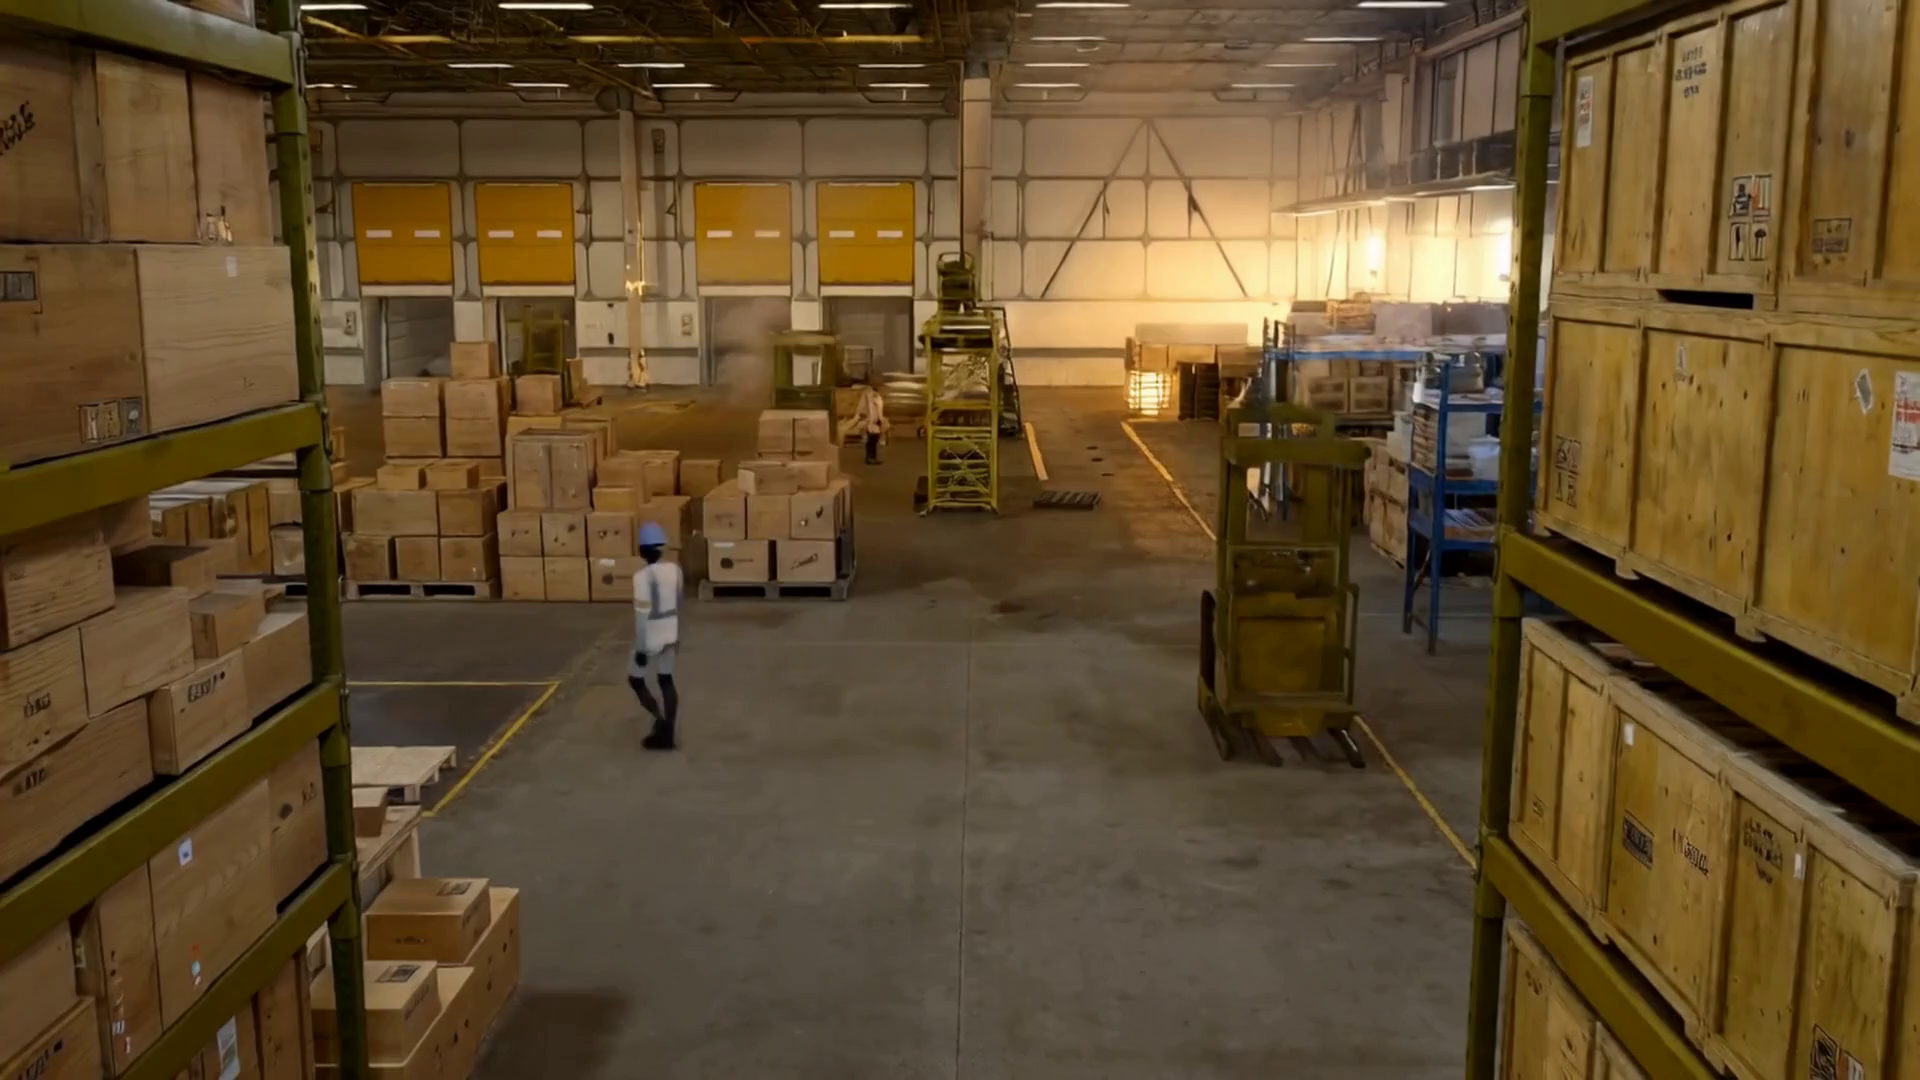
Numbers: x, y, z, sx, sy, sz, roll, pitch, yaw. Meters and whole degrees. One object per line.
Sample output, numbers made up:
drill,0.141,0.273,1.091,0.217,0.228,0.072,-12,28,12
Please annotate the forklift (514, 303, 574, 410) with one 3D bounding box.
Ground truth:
forklift,-10.721,-4.667,42.626,1.129,2.768,1.873,0,10,1

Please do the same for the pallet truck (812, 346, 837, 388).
pallet truck,-3.021,-4.312,43.126,1.885,1.965,0.823,3,10,17

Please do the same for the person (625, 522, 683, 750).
person,-2.527,0.806,13.796,0.417,1.921,0.577,6,11,30

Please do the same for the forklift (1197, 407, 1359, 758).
forklift,2.693,0.259,14.208,1.129,2.768,1.873,0,10,1

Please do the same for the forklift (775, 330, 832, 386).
forklift,-2.607,-2.126,27.965,1.129,2.768,1.873,0,10,-3

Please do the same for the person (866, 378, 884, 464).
person,-1.677,-2.346,32.677,0.322,1.689,0.530,-5,11,-25
